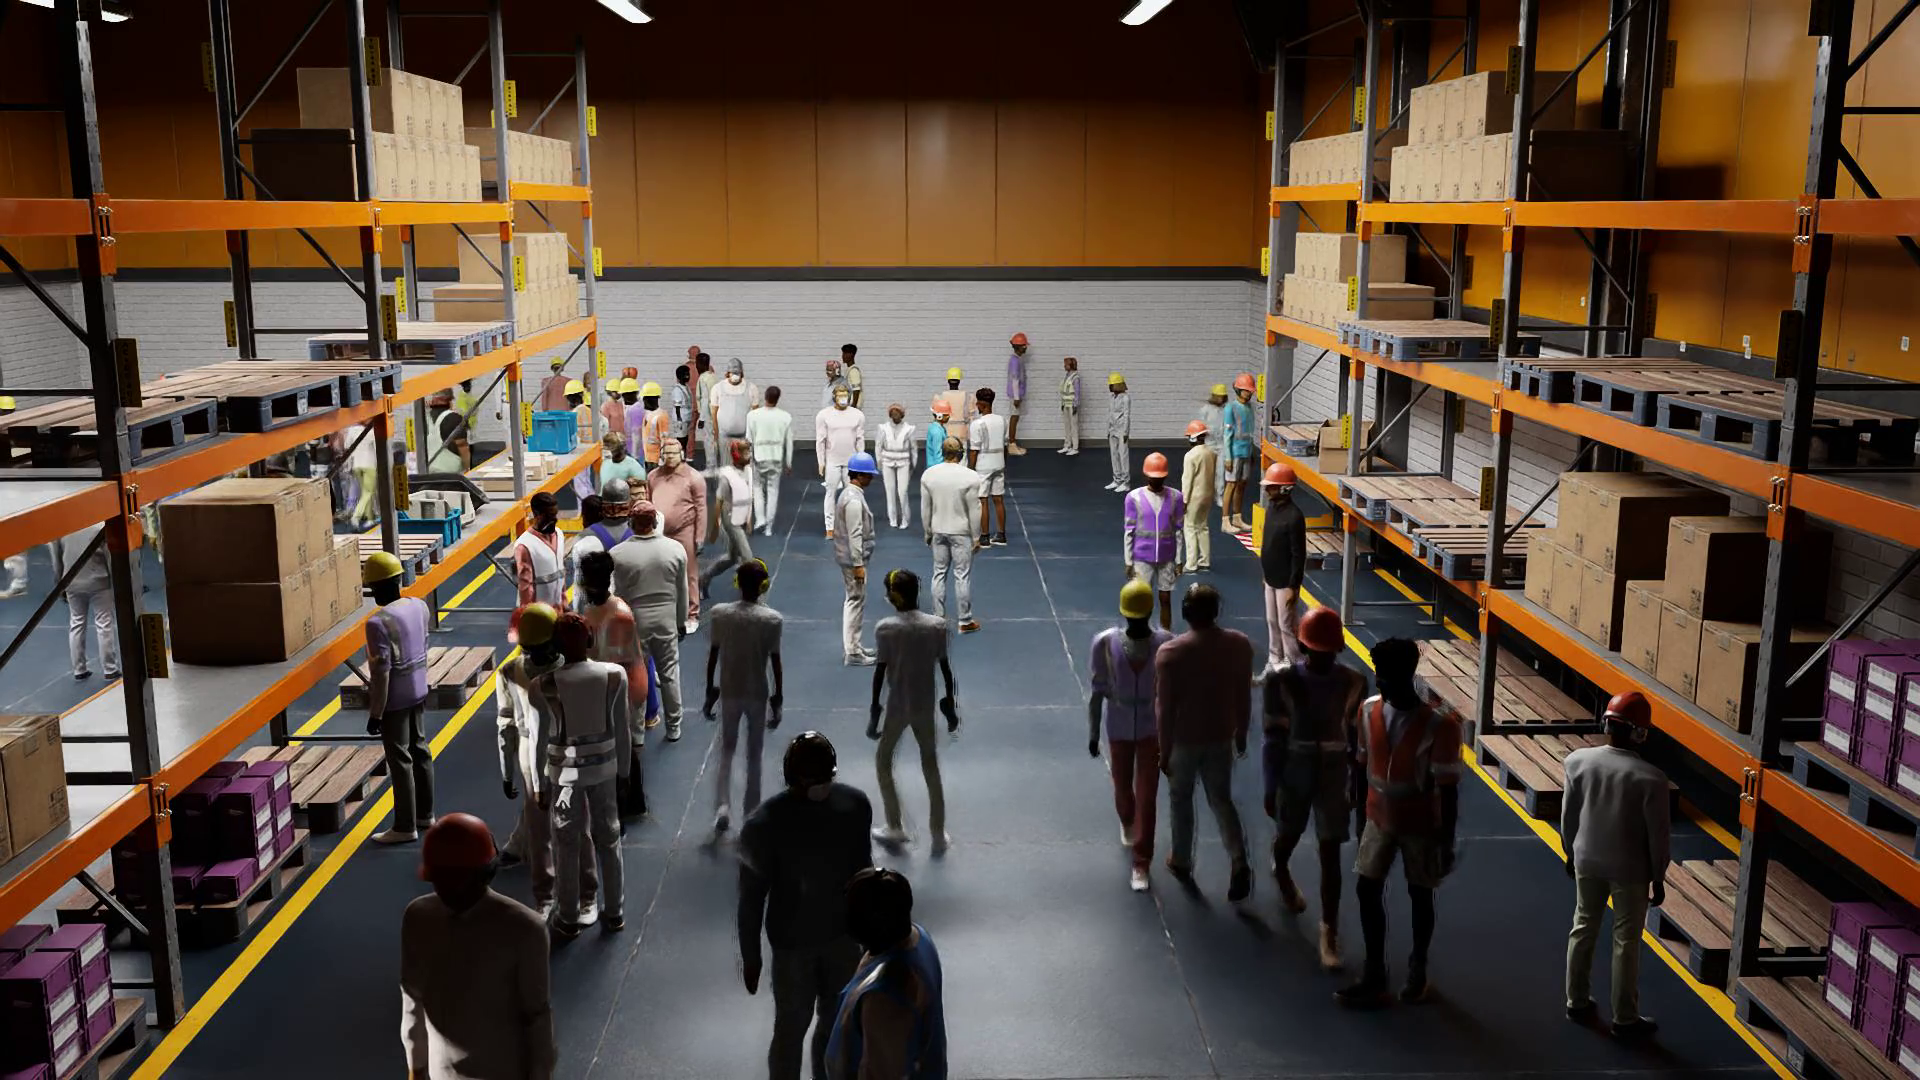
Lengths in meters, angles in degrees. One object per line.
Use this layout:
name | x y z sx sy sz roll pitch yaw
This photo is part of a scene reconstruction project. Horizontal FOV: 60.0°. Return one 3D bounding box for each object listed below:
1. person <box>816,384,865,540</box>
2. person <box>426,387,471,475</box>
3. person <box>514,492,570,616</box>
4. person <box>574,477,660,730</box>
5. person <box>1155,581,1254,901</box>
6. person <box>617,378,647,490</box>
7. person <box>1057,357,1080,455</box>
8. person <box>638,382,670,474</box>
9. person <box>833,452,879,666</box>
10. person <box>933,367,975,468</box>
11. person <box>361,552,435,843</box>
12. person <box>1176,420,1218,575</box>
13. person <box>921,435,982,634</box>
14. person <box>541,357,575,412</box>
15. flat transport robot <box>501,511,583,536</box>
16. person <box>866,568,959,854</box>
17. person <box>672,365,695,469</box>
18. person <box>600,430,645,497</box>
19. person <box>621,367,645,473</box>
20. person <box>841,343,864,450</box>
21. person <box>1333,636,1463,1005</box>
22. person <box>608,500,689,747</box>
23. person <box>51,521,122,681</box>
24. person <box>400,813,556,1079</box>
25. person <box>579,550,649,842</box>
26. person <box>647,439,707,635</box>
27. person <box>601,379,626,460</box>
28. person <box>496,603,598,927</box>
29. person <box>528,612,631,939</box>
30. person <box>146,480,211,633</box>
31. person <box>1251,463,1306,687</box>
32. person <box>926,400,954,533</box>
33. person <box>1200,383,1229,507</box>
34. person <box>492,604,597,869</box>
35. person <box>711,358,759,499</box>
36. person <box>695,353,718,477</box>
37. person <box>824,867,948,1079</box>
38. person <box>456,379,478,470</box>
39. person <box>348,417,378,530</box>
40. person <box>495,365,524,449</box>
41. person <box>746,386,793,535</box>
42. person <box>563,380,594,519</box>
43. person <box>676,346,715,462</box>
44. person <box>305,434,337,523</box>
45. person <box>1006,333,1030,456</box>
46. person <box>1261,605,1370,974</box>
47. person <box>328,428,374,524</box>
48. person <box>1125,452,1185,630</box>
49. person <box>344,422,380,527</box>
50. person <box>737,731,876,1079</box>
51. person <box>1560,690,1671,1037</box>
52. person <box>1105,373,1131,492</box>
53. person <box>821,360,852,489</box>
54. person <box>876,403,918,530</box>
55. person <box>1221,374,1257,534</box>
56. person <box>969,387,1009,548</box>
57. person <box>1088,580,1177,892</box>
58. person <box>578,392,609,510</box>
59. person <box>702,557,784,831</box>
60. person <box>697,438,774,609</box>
person | -1.483 -0.975 20.781 0.632 1.940 0.372 -4 12 -18
person | -6.185 -0.924 20.264 0.705 2.000 0.714 4 12 17
person | -3.309 0.552 13.207 0.398 1.909 0.599 3 12 15
person | -2.680 0.503 13.107 0.683 2.000 0.538 -3 12 -13
person | 1.470 1.198 9.937 0.636 1.912 0.809 -3 12 -14
person | -4.272 -1.174 21.852 0.404 1.918 0.592 -2 11 -9
person | 1.853 -2.248 27.911 0.310 1.642 0.514 -5 12 -22
person | -3.887 -1.051 21.185 0.366 1.926 0.593 -7 13 -31
person | -0.933 0.168 15.056 0.422 1.933 0.616 -1 11 -5
person | -0.085 -1.442 23.149 0.593 1.924 0.381 -1 11 -6
person | -3.667 1.018 10.826 0.371 1.923 0.586 3 12 13
person | 2.670 -0.484 18.826 0.354 1.737 0.574 10 15 40
person | -0.079 -0.051 16.147 0.629 1.940 0.379 6 13 26
person | -6.443 -2.055 26.669 0.533 1.755 0.345 -6 13 -29
flat transport robot | -5.288 -0.225 21.214 1.431 0.197 0.652 -1 11 -7
person | -0.317 1.094 10.681 0.651 1.835 0.605 -5 12 -23
person | -4.325 -1.884 25.960 0.318 1.690 0.531 2 11 10
person | -3.373 -0.145 16.672 0.630 1.926 0.406 11 16 44
person | -4.642 -1.521 23.660 0.361 1.882 0.575 -1 11 -5
person | -1.732 -2.179 26.745 0.370 1.966 0.608 -2 11 -9
person | 2.274 1.466 8.546 0.705 1.933 0.587 10 15 42
person | -2.400 0.638 12.770 0.643 1.909 0.410 -5 12 -25
person | -7.603 0.370 14.528 0.569 1.743 0.349 0 11 -2
person | -1.768 1.934 6.086 0.617 1.984 0.408 4 12 17
person | -2.305 0.993 10.920 0.520 1.934 0.627 -6 13 -26
person | -2.779 -0.034 16.137 0.652 1.907 0.408 4 12 18
person | -4.819 -1.376 23.251 0.343 1.760 0.527 4 12 20
person | -2.341 1.284 9.525 0.591 1.912 0.398 -1 11 -5
person | -2.137 1.325 9.400 0.575 1.880 0.358 -5 13 -25
person | -7.574 -0.115 16.204 0.615 2.040 0.391 -6 13 -29
person | 2.704 0.333 14.079 0.395 1.994 0.612 -2 12 -12
person | -0.246 -0.890 20.864 0.355 1.737 0.576 -1 11 -3
person | 3.549 -1.346 23.169 0.492 1.724 0.615 -2 11 -8
person | -2.604 1.205 10.478 0.901 1.685 0.574 -8 14 -35
person | -3.172 -1.578 23.544 0.681 2.000 0.535 -2 11 -8
person | -3.890 -1.924 25.586 0.391 1.920 0.593 1 11 3
person | -0.262 2.042 5.933 0.431 1.836 0.619 1 11 5
person | -7.443 -1.690 25.076 0.351 1.662 0.615 -1 11 -5
person | -7.651 -0.920 21.339 0.518 1.600 0.700 3 12 16
person | -7.226 -2.124 26.714 0.353 1.877 0.573 6 13 28
person | -2.422 -1.004 21.044 0.621 1.891 0.466 -2 11 -11
person | -4.914 -1.110 21.516 0.394 1.914 0.597 1 11 3
person | -4.281 -2.209 27.063 0.639 1.903 0.407 -2 11 -9
person | -8.324 -1.015 21.607 0.320 1.693 0.534 -1 11 -4
person | 0.975 -2.444 27.879 0.396 2.044 0.609 1 11 4
person | 1.953 1.290 9.317 0.610 1.998 0.995 0 11 2
person | -8.022 -1.202 21.950 0.612 1.925 1.045 3 12 16
person | 1.775 0.151 15.171 0.549 1.927 0.393 -1 11 -3
person | -7.702 -1.114 21.524 0.618 1.914 0.566 5 12 25
person | -0.654 1.738 7.211 0.640 1.924 0.363 -8 14 -36
person | 3.286 1.604 8.327 0.335 1.746 0.562 -9 15 -39
person | 2.300 -1.581 24.344 0.325 1.731 0.491 -6 13 -29
person | -1.847 -1.710 24.575 0.400 1.900 0.642 -7 13 -30
person | -0.818 -0.944 21.406 0.521 1.618 0.516 2 11 11
person | 3.580 -1.096 21.128 0.395 2.038 0.615 11 15 43
person | 0.339 -0.880 20.272 0.611 1.958 0.368 -10 15 -42
person | 1.099 1.133 10.366 0.589 1.887 0.924 2 11 10
person | -4.804 -1.056 21.679 0.488 1.744 0.295 -3 12 -13
person | -1.427 1.043 10.917 0.548 1.838 0.521 1 11 7
person | -2.372 -0.169 17.109 0.919 1.802 0.572 4 12 17
